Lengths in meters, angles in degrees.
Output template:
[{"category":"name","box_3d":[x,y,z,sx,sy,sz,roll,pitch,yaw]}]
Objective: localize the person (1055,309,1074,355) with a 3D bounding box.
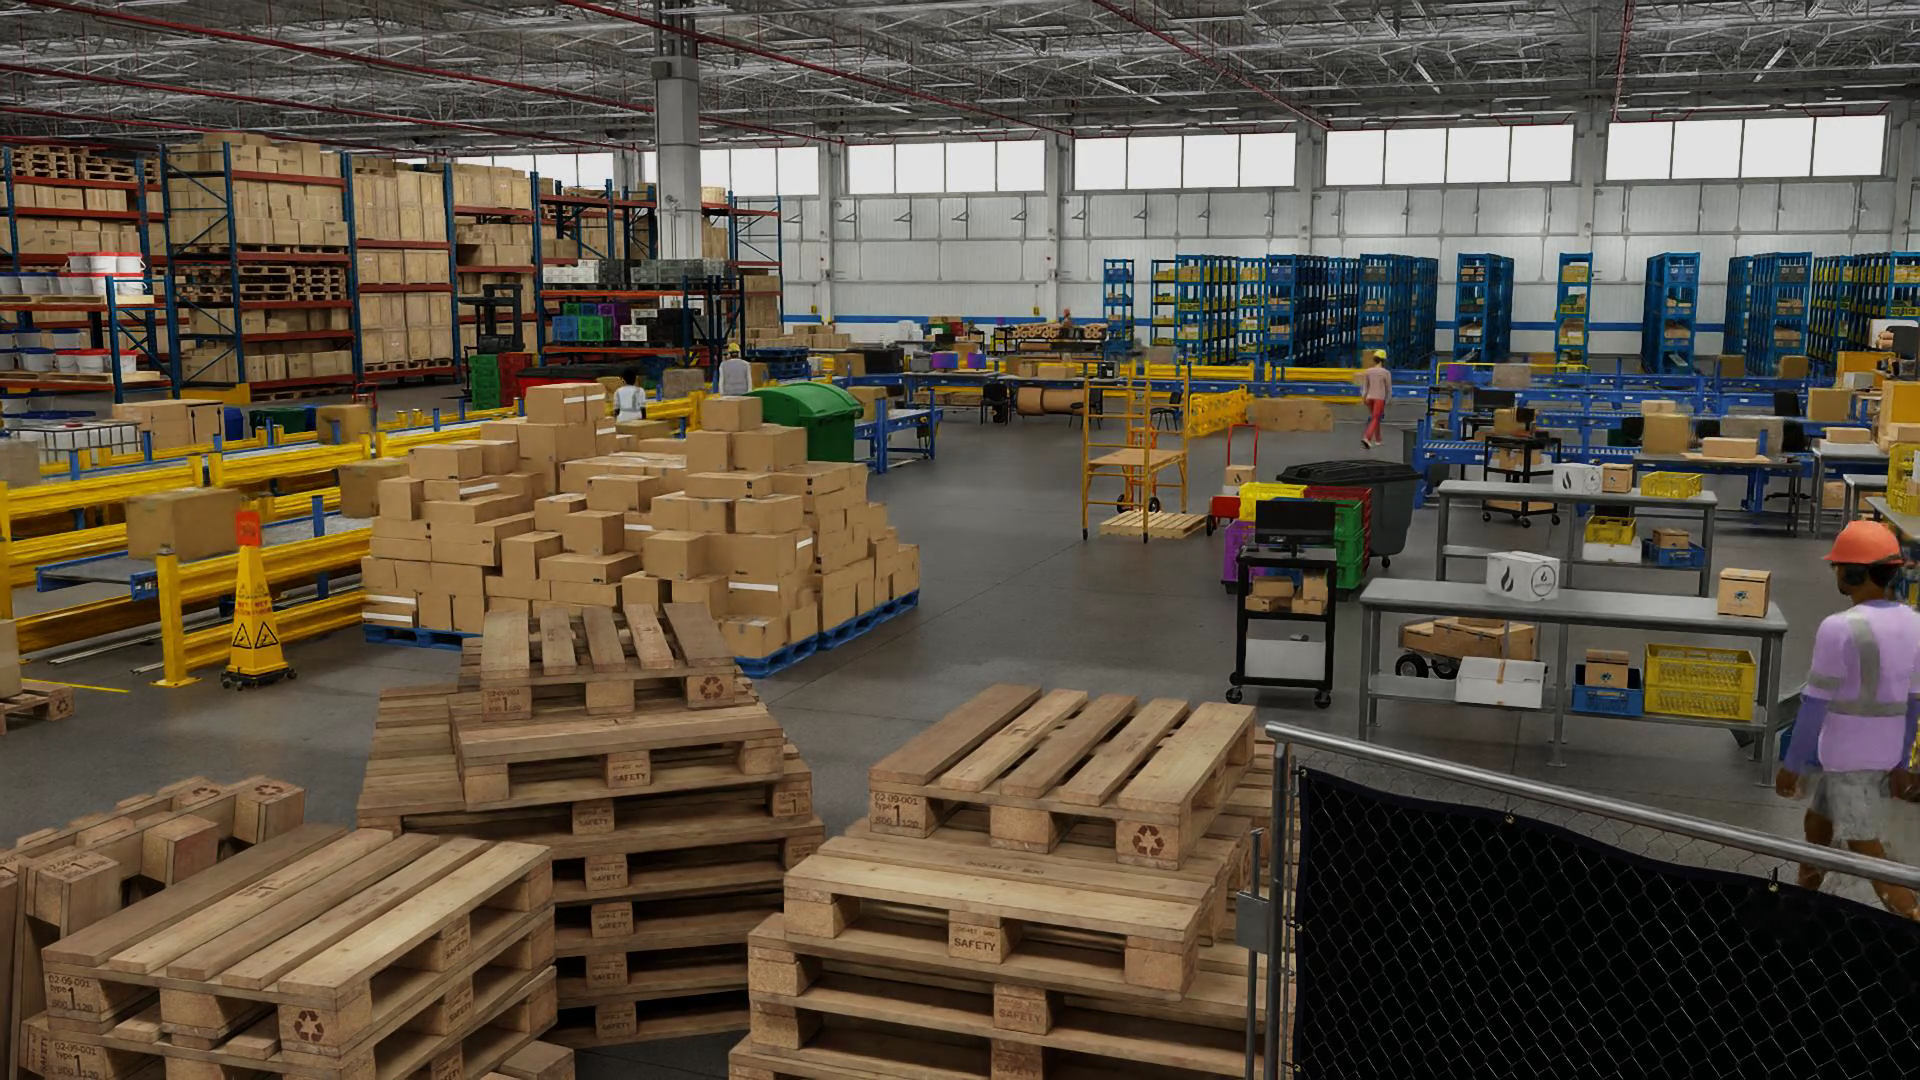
[{"category":"person","box_3d":[3.379,-6.419,53.276,0.682,1.954,0.678,5,10,28]}]

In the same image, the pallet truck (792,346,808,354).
[{"category":"pallet truck","box_3d":[-3.705,-4.298,42.022,0.653,1.274,1.630,3,10,20]}]

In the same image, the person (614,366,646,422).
[{"category":"person","box_3d":[-4.903,-1.737,24.713,0.548,1.685,0.426,4,10,25]}]

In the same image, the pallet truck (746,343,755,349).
[{"category":"pallet truck","box_3d":[-6.183,-4.618,44.264,1.601,1.201,0.680,-9,12,-43]}]

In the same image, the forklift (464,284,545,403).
[{"category":"forklift","box_3d":[-10.832,-4.702,39.610,1.129,2.768,1.873,3,10,20]}]

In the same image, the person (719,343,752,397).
[{"category":"person","box_3d":[-4.017,-2.613,29.784,0.588,1.830,0.404,-2,9,-14]}]

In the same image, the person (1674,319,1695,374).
[{"category":"person","box_3d":[21.226,-5.647,48.881,0.668,1.824,0.568,5,10,28]}]

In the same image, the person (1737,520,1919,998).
[{"category":"person","box_3d":[3.889,0.913,7.137,0.624,1.999,1.031,-6,11,-31]}]

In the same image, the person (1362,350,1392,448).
[{"category":"person","box_3d":[7.312,-2.481,29.274,0.864,1.734,0.536,-9,13,-44]}]
